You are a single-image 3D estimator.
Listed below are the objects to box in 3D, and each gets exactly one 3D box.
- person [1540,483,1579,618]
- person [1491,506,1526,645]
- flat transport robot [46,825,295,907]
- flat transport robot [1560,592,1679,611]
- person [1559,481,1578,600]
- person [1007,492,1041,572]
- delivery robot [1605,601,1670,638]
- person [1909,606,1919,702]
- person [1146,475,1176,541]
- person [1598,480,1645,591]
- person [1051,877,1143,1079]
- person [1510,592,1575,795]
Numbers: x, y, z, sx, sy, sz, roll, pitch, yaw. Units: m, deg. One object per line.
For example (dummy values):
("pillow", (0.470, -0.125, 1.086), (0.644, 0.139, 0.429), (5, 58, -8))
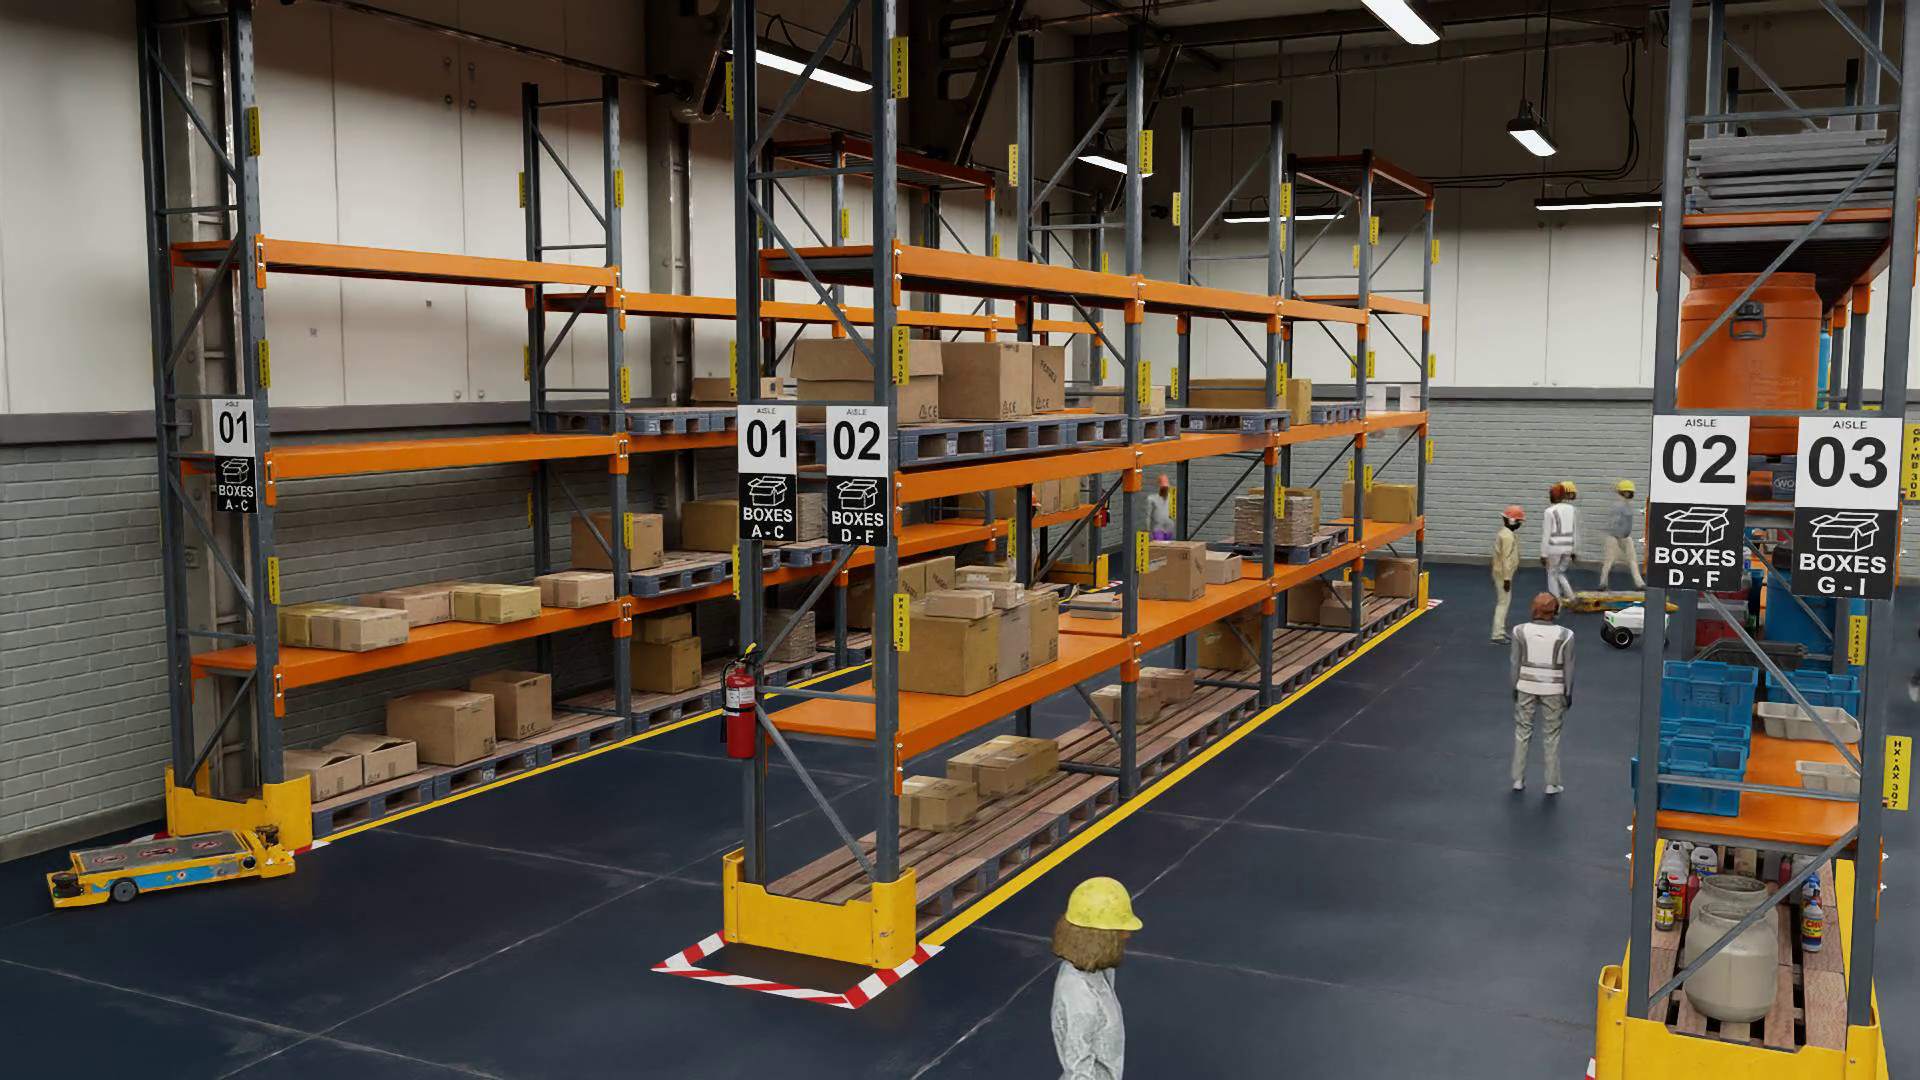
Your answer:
("person", (8.222, 0.151, 22.849), (0.613, 1.868, 0.443), (-3, 7, -28))
("person", (6.823, 0.437, 20.706), (0.388, 1.737, 0.585), (2, 6, 18))
("flat transport robot", (-5.242, 2.154, 11.058), (1.431, 0.197, 0.652), (-4, 7, -32))
("flat transport robot", (9.346, 0.865, 23.592), (1.431, 0.197, 0.652), (0, 6, -3))
("person", (8.986, 0.012, 24.682), (0.304, 1.772, 0.526), (3, 7, 26))
("person", (0.765, 0.401, 19.860), (0.404, 1.991, 0.625), (-1, 6, -6))
("delivery robot", (8.332, 1.000, 20.466), (0.707, 0.478, 0.477), (1, 6, 7))
("person", (9.896, 0.858, 16.712), (0.521, 1.708, 0.580), (0, 6, -3))
("person", (3.304, -0.211, 27.063), (0.568, 1.721, 0.809), (-1, 6, -7))
("person", (10.165, -0.035, 25.325), (0.549, 1.728, 0.891), (-5, 8, -39))
("person", (0.448, 1.988, 5.630), (0.323, 1.737, 0.485), (1, 6, 7))
("person", (4.699, 1.237, 13.450), (0.508, 1.631, 0.315), (3, 7, 31))
